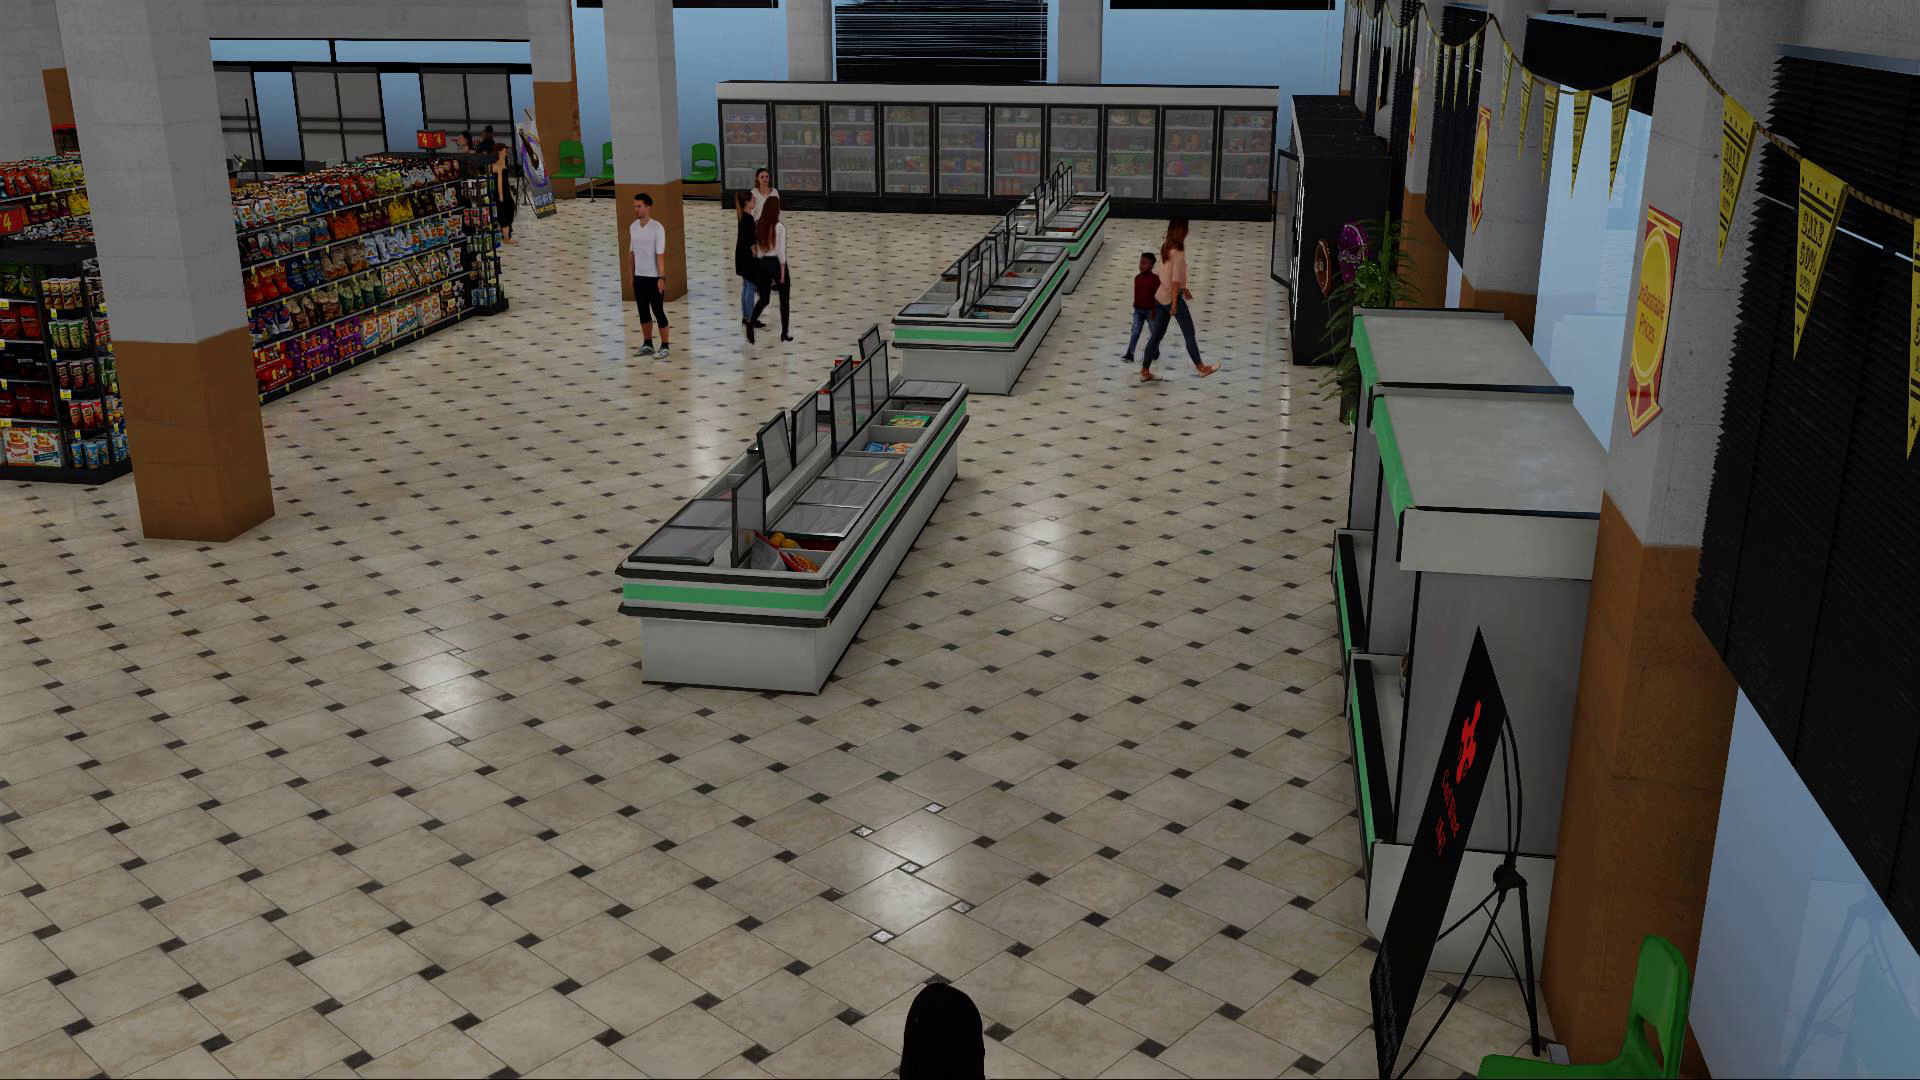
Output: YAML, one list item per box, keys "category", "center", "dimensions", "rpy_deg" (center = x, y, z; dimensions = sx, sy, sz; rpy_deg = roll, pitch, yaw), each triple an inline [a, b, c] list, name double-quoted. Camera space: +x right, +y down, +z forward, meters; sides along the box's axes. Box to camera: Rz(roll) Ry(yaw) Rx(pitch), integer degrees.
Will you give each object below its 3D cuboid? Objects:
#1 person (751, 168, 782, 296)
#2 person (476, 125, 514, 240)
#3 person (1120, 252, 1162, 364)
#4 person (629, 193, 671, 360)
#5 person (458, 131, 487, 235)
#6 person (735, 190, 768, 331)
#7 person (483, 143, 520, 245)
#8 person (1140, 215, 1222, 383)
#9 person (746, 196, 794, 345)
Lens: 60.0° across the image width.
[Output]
- category: "person"
  center: [-2.667, -4.221, 22.712]
  dimensions: [0.704, 1.692, 0.743]
  rpy_deg: [-10, 21, -27]
- category: "person"
  center: [-7.686, -5.889, 27.402]
  dimensions: [0.850, 1.857, 0.935]
  rpy_deg: [-17, 25, -40]
- category: "person"
  center: [2.123, -2.574, 18.567]
  dimensions: [0.713, 1.220, 0.916]
  rpy_deg: [12, 22, 32]
- category: "person"
  center: [-3.520, -2.999, 18.845]
  dimensions: [0.722, 1.848, 0.680]
  rpy_deg: [11, 22, 30]
- category: "person"
  center: [-7.983, -5.811, 27.369]
  dimensions: [0.986, 1.730, 1.188]
  rpy_deg: [16, 24, 39]
- category: "person"
  center: [-2.593, -3.444, 20.420]
  dimensions: [0.775, 1.684, 0.661]
  rpy_deg: [-6, 20, -18]
- category: "person"
  center: [-7.501, -5.592, 26.905]
  dimensions: [0.812, 1.611, 0.838]
  rpy_deg: [-4, 19, -11]
- category: "person"
  center: [2.126, -2.492, 17.517]
  dimensions: [1.014, 1.736, 1.126]
  rpy_deg: [-6, 19, -17]
- category: "person"
  center: [-2.224, -3.064, 19.216]
  dimensions: [0.794, 1.734, 1.148]
  rpy_deg: [9, 21, 25]
